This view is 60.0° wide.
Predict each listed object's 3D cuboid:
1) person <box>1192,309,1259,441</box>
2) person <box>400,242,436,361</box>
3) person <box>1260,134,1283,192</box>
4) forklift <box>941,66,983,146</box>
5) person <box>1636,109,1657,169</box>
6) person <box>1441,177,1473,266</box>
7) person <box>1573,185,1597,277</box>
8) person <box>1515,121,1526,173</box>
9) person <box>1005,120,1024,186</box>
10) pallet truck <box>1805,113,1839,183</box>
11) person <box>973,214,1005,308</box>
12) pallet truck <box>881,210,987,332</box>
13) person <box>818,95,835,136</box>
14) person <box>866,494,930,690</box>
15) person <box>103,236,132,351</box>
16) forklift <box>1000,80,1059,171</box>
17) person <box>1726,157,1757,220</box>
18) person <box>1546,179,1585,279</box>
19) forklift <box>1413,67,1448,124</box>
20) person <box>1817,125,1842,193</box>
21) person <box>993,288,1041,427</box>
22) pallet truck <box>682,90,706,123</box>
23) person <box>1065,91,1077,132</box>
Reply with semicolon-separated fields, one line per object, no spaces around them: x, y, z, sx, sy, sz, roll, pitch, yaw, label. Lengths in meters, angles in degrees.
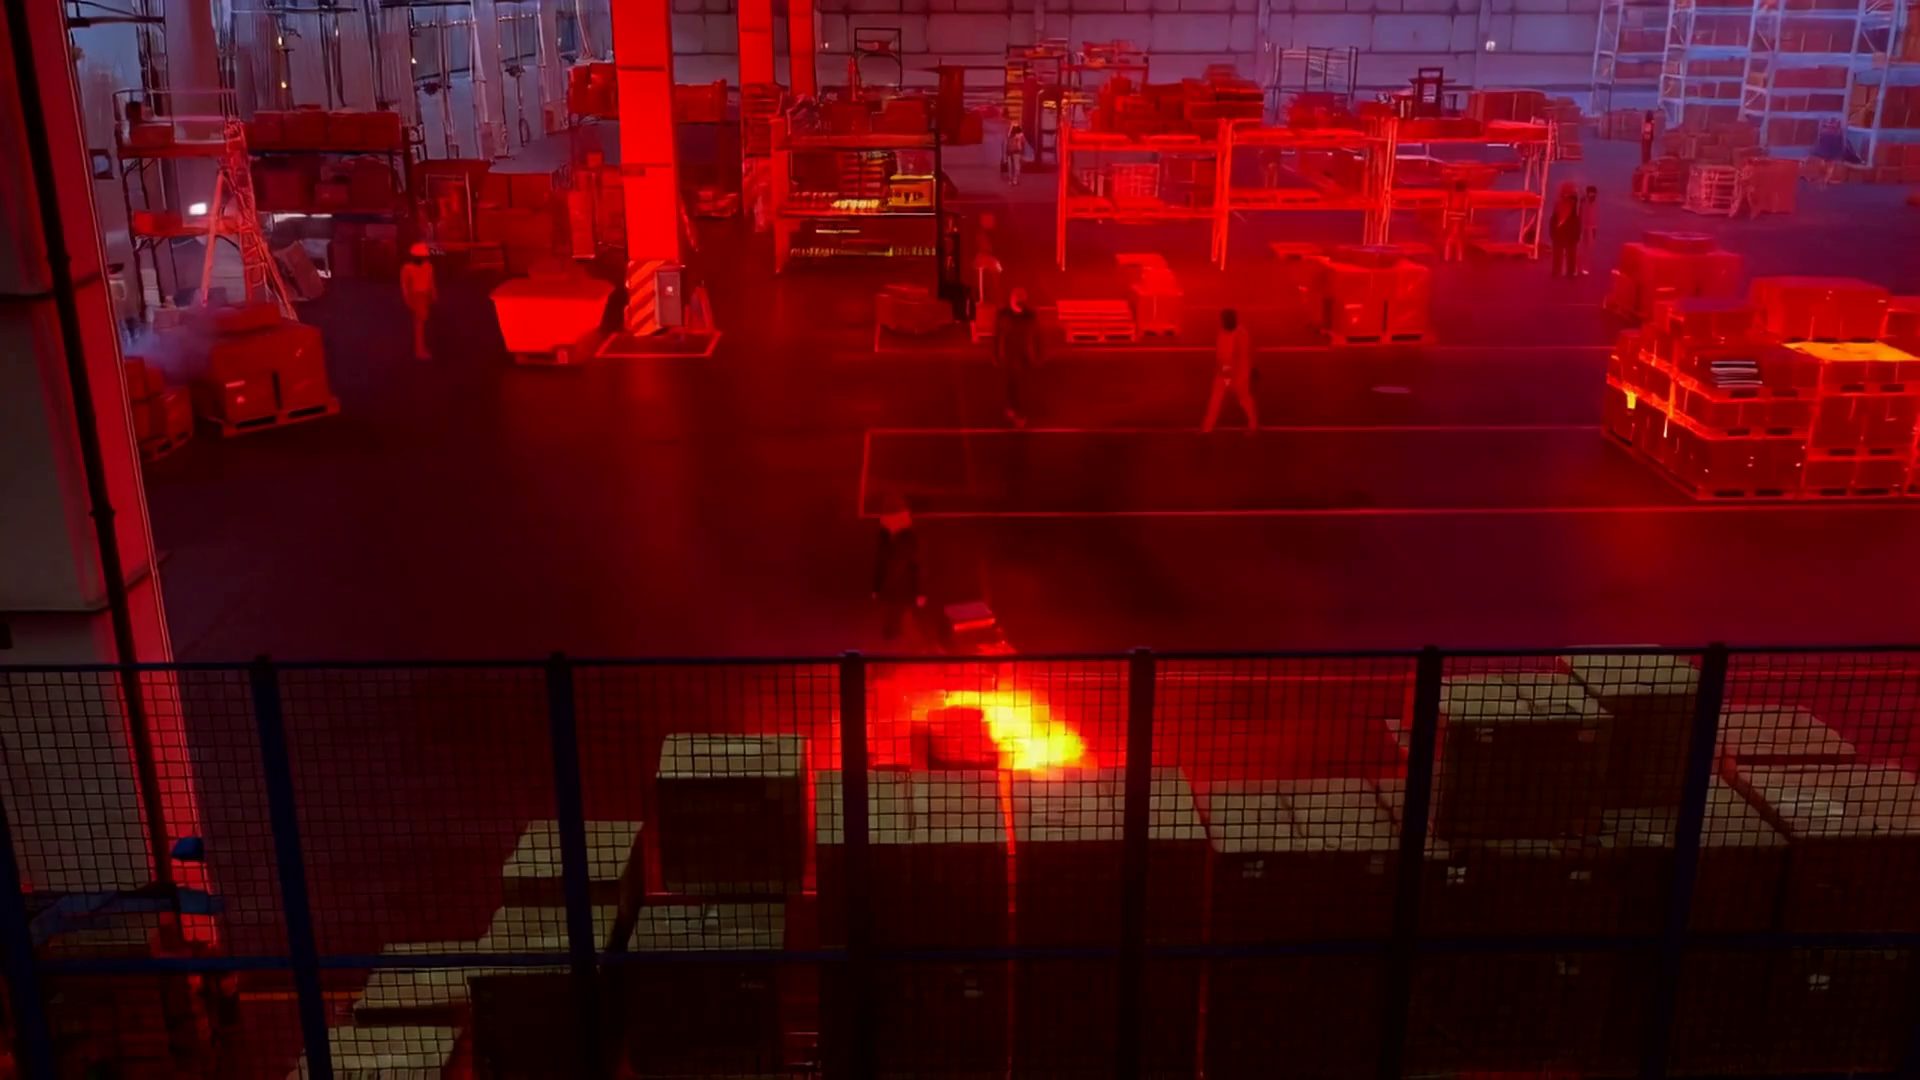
3.600;-2.186;22.069;1.022;1.784;0.619;-13;23;-34;person
-8.683;-3.834;26.755;0.574;1.898;0.665;-17;25;-42;person
8.779;-10.627;46.919;0.661;1.887;0.996;0;19;-1;person
-0.165;-16.070;61.545;1.873;2.768;1.129;-10;21;-26;forklift
22.325;-13.004;53.948;0.396;1.911;0.588;-4;19;-13;person
10.643;-6.814;35.622;0.573;1.883;0.354;10;21;27;person
12.960;-6.388;34.380;0.531;1.871;0.322;-11;22;-30;person
17.753;-12.459;52.738;0.512;1.645;0.307;-17;25;-41;person
1.603;-11.545;49.588;0.594;1.925;0.370;10;21;26;person
26.403;-11.957;50.702;0.823;1.965;1.885;6;19;16;pallet truck
0.440;-5.081;30.619;0.939;1.808;0.636;-8;20;-22;person
-0.493;-4.759;29.349;1.885;1.965;0.823;-13;23;-34;pallet truck
-4.870;-15.198;60.458;0.652;1.914;0.737;-9;21;-26;person
-0.542;0.396;14.516;0.493;1.701;0.911;16;24;39;person
-13.982;-4.037;27.316;0.592;1.926;0.366;-13;23;-35;person
2.236;-13.269;53.236;1.873;2.768;1.129;-1;19;-1;forklift
20.083;-8.961;42.433;0.851;1.596;0.530;-7;20;-19;person
12.394;-6.391;34.123;0.693;2.000;0.535;-5;19;-14;person
17.351;-16.088;61.597;1.129;2.768;1.873;-1;19;-1;forklift
24.972;-10.931;47.744;0.626;1.941;0.662;-5;19;-15;person
0.803;-2.534;22.932;0.652;1.878;1.030;-8;20;-22;person
-9.671;-15.907;62.421;0.823;1.965;1.885;5;19;15;pallet truck
4.200;-15.909;62.544;0.647;1.915;0.562;-9;20;-24;person
